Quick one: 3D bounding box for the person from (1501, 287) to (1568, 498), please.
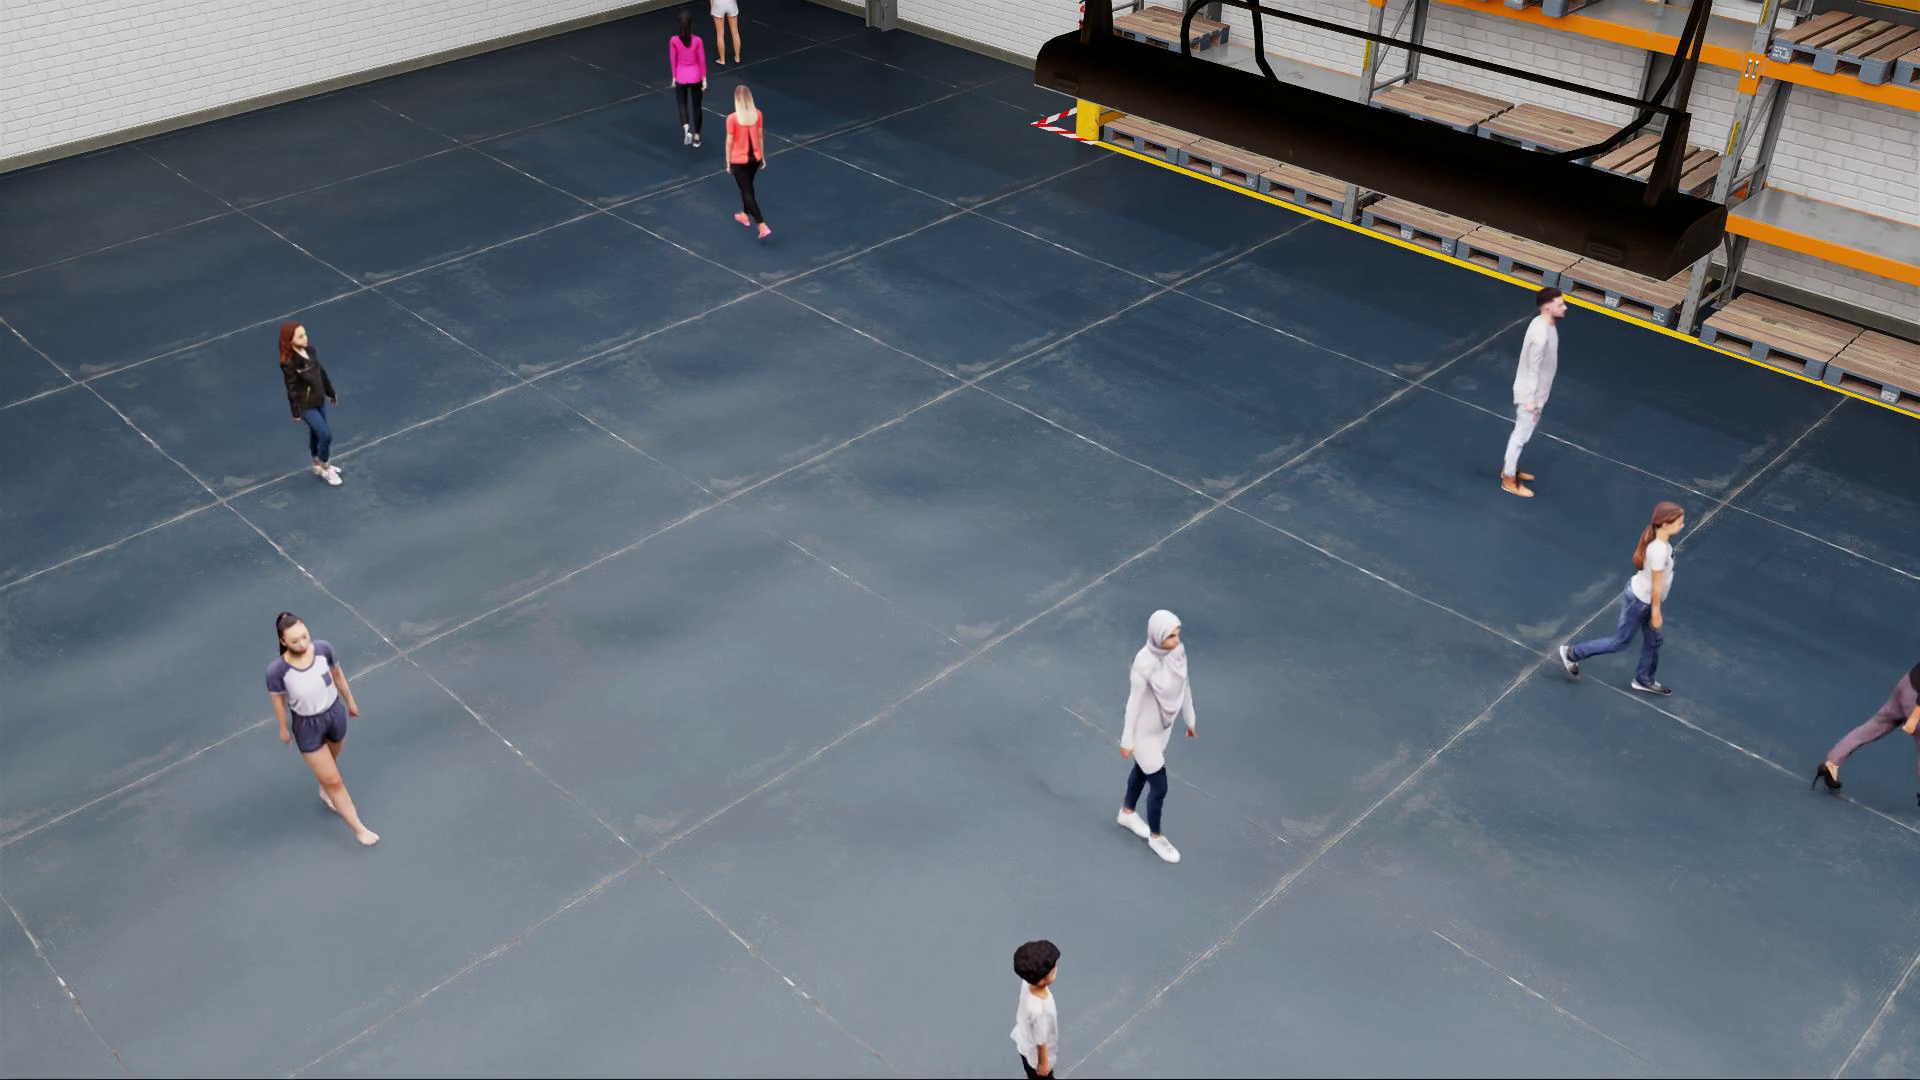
[{"bbox_3d":[4.734,-1.256,13.787,0.722,1.838,0.758,14,36,20],"label":"person"}]

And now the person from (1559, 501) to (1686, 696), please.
[{"bbox_3d":[4.674,0.410,11.551,1.080,1.539,0.762,14,36,20],"label":"person"}]

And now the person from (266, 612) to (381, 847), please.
[{"bbox_3d":[-4.055,1.129,10.407,1.016,1.608,0.667,24,40,31],"label":"person"}]

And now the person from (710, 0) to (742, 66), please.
[{"bbox_3d":[-3.319,-7.521,23.424,0.644,1.604,0.664,-13,36,-19],"label":"person"}]

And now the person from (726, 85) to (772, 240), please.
[{"bbox_3d":[-2.303,-4.110,18.241,0.712,1.660,1.151,-23,40,-30],"label":"person"}]

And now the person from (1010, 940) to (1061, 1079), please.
[{"bbox_3d":[0.342,2.566,8.566,0.736,1.252,0.690,-4,34,-7],"label":"person"}]

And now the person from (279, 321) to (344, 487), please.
[{"bbox_3d":[-5.529,-1.173,13.993,0.734,1.473,0.686,4,34,6],"label":"person"}]

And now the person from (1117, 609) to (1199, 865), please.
[{"bbox_3d":[1.120,1.131,10.265,0.762,1.761,0.635,28,43,35],"label":"person"}]

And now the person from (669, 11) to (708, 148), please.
[{"bbox_3d":[-3.352,-5.641,20.522,0.815,1.685,0.889,-3,34,-4],"label":"person"}]

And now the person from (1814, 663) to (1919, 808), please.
[{"bbox_3d":[5.939,1.043,10.526,1.138,1.619,0.963,7,34,11],"label":"person"}]
